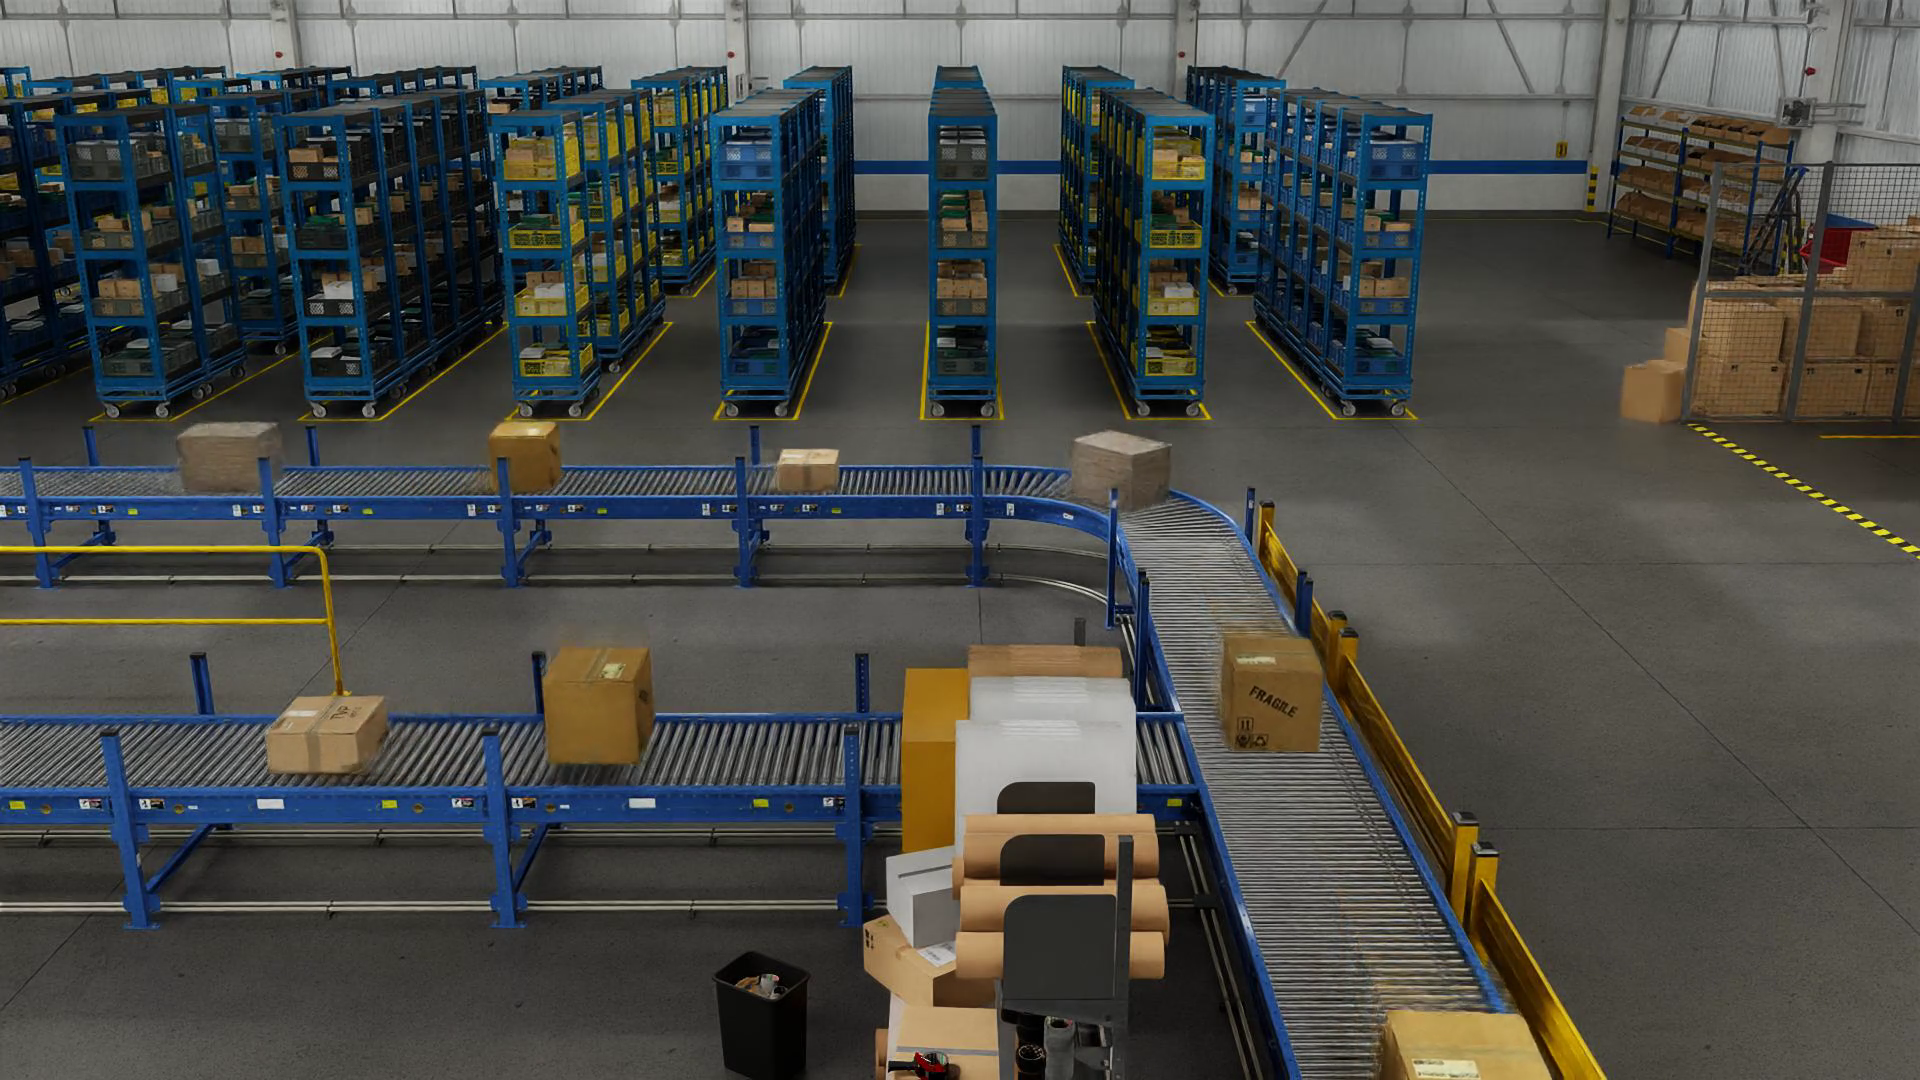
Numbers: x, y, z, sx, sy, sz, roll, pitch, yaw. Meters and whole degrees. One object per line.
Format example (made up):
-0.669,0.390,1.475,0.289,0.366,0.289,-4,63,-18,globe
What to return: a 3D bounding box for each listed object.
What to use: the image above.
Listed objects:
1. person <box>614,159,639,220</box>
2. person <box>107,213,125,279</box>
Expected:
-6.848,-7.005,34.282,0.586,1.809,0.555,-10,21,-29,person
-13.987,-4.855,27.707,0.921,1.789,0.609,0,18,-1,person
